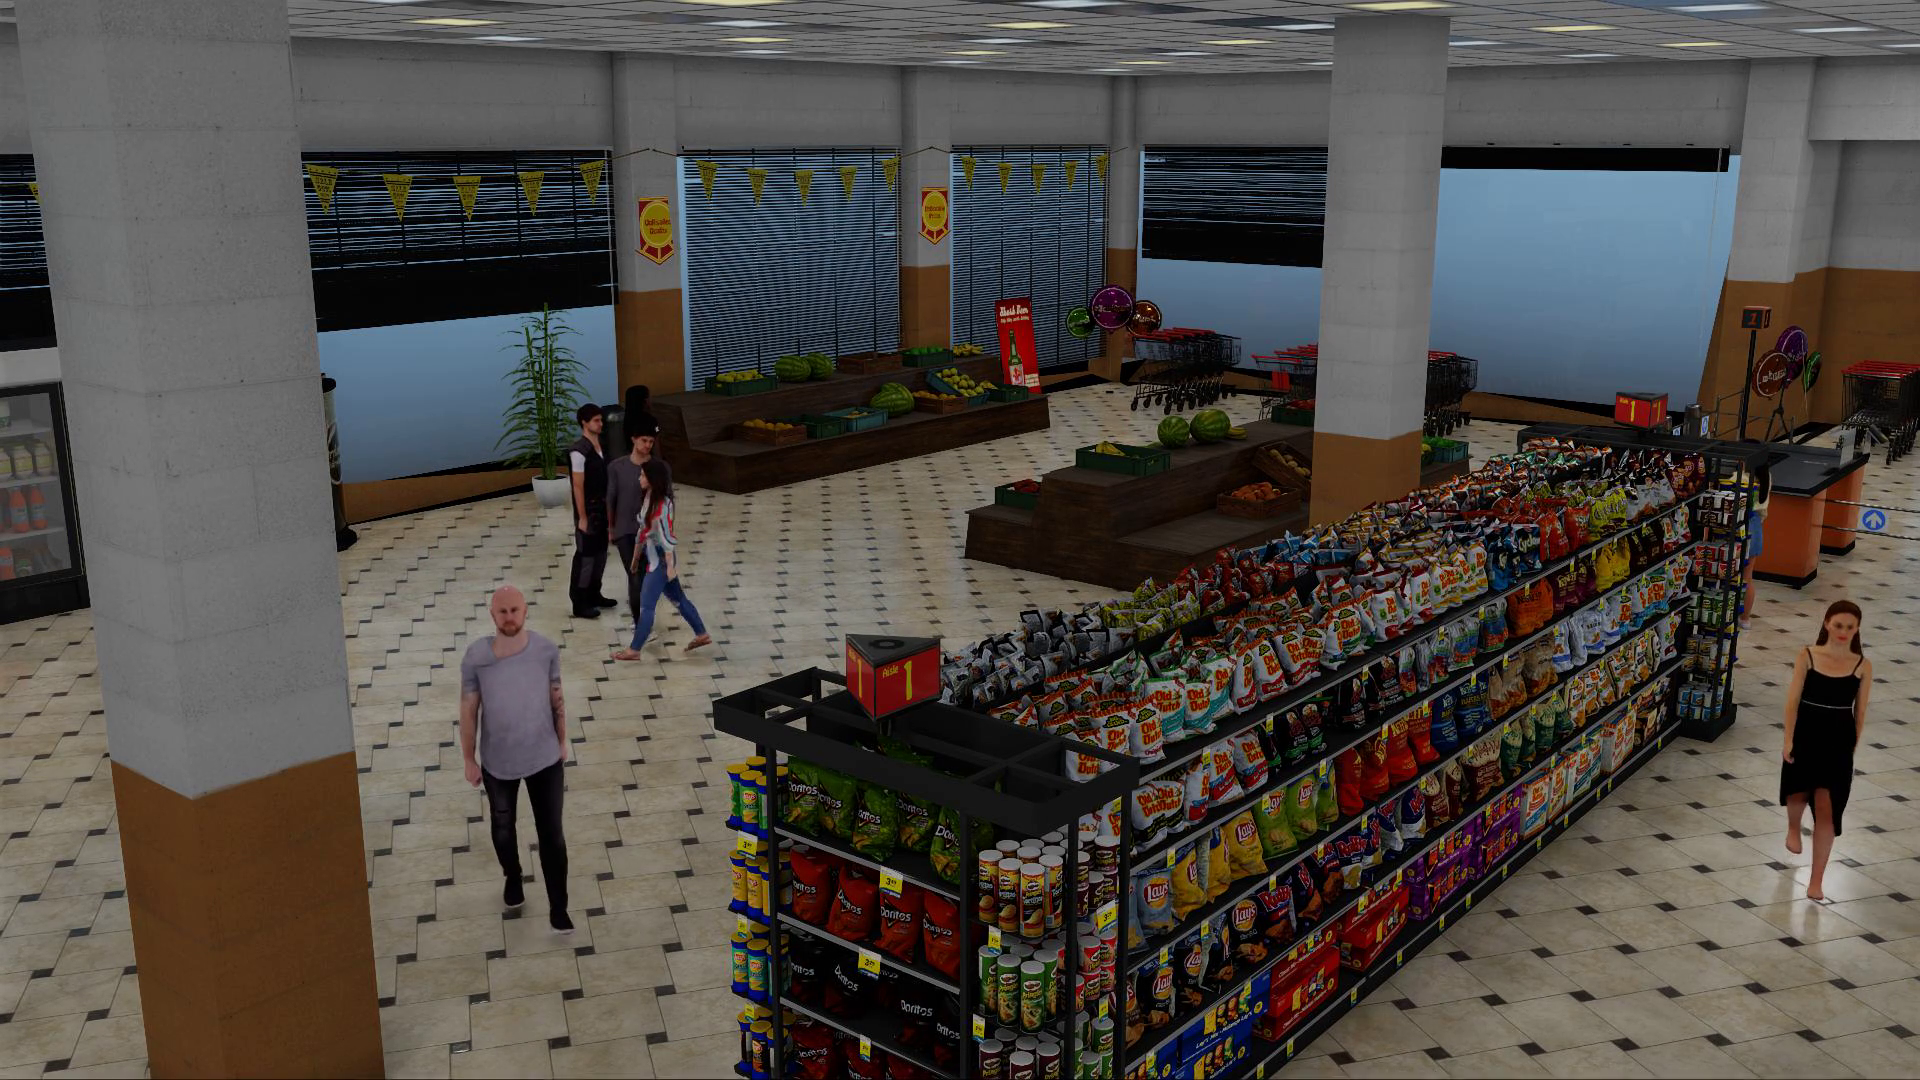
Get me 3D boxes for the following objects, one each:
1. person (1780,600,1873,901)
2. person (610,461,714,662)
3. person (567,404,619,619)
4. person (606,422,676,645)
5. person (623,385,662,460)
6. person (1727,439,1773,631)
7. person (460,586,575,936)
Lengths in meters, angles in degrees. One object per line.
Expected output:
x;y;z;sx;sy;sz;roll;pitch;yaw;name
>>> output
4.752;1.105;9.204;0.704;1.586;1.156;7;15;27;person
-2.272;0.173;13.061;1.156;1.578;0.914;-6;15;-24;person
-3.182;-0.259;14.287;0.811;1.840;0.703;3;14;14;person
-2.650;-0.067;13.579;1.197;1.800;1.155;-2;14;-10;person
-3.077;-0.646;16.118;0.594;1.728;0.537;10;17;37;person
6.513;-0.043;13.839;0.631;1.632;0.775;-7;15;-27;person
-2.323;1.109;8.733;1.140;1.799;1.091;-5;14;-19;person
